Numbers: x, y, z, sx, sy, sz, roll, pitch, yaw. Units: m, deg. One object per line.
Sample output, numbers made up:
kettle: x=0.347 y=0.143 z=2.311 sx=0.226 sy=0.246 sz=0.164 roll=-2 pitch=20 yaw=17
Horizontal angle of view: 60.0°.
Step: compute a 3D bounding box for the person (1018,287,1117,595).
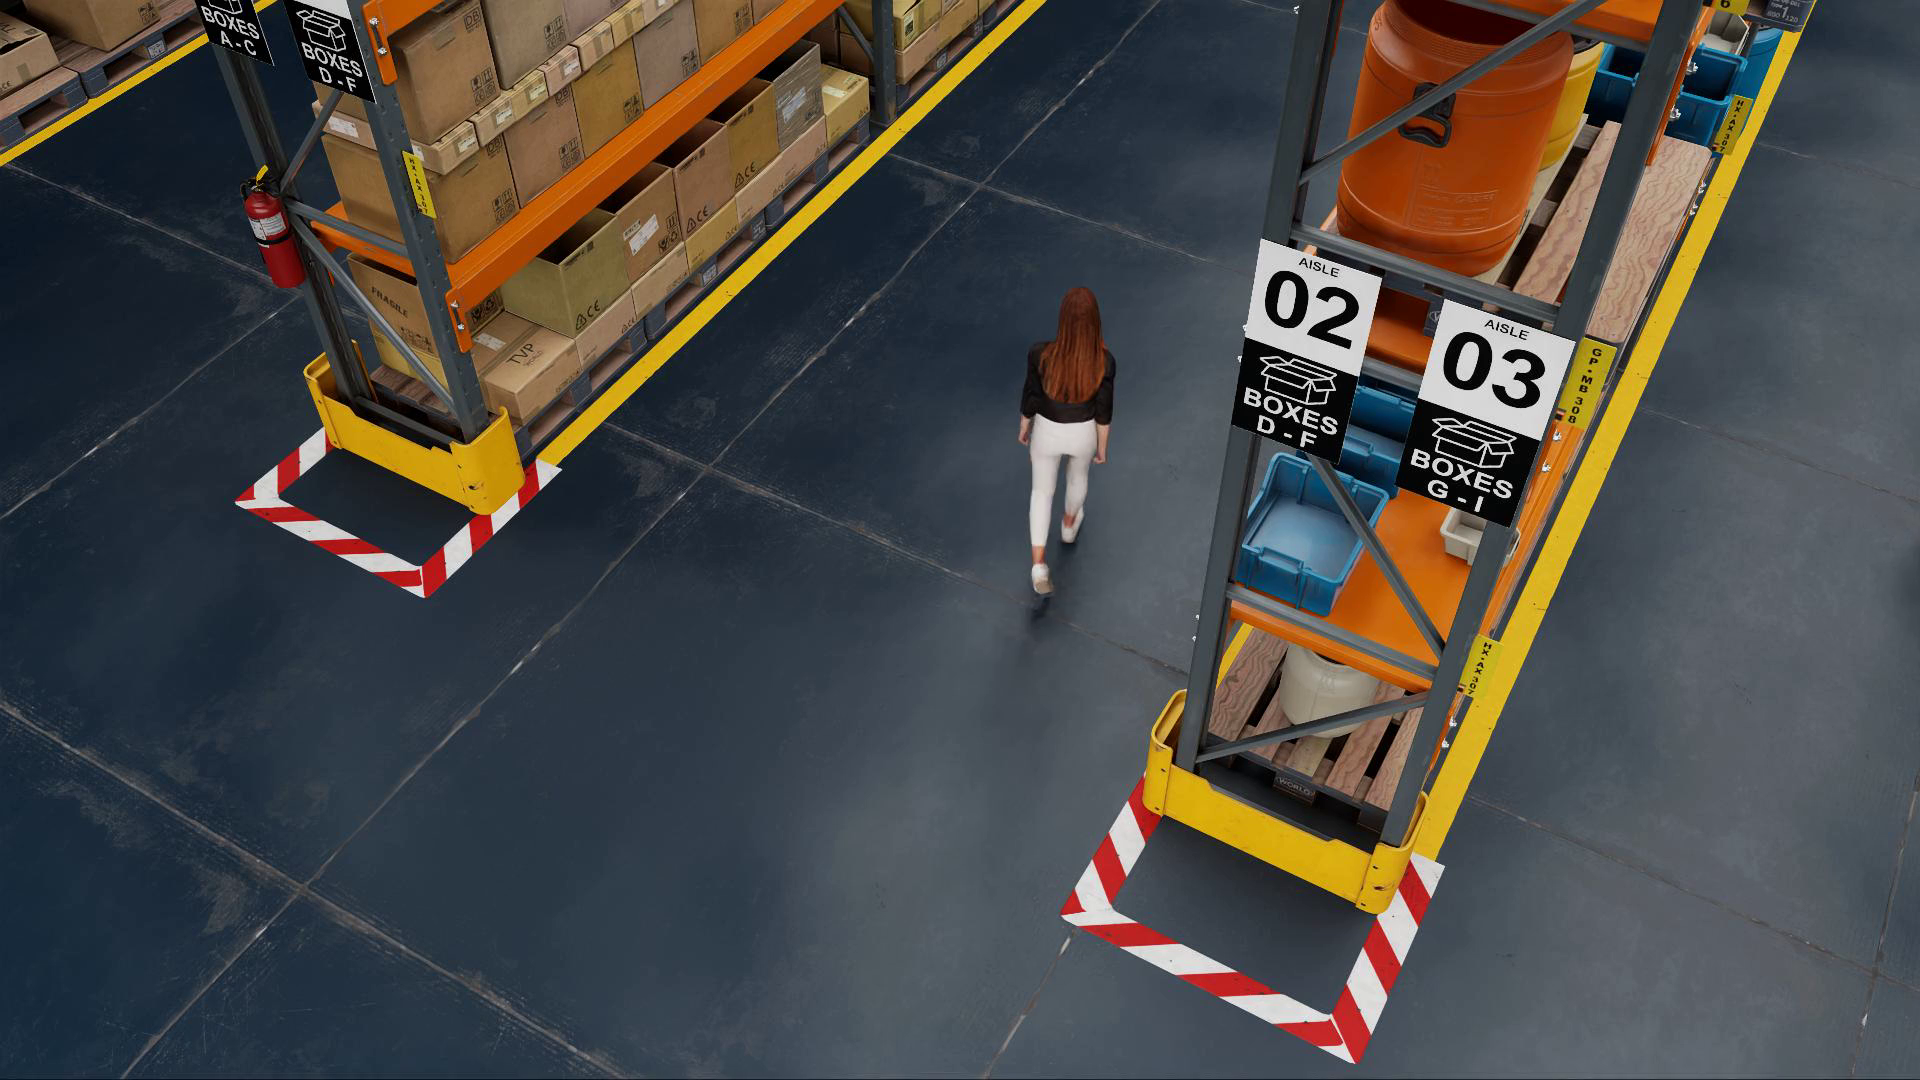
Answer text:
person: x=0.491 y=-0.446 z=7.904 sx=0.839 sy=1.678 sz=1.102 roll=7 pitch=48 yaw=6
